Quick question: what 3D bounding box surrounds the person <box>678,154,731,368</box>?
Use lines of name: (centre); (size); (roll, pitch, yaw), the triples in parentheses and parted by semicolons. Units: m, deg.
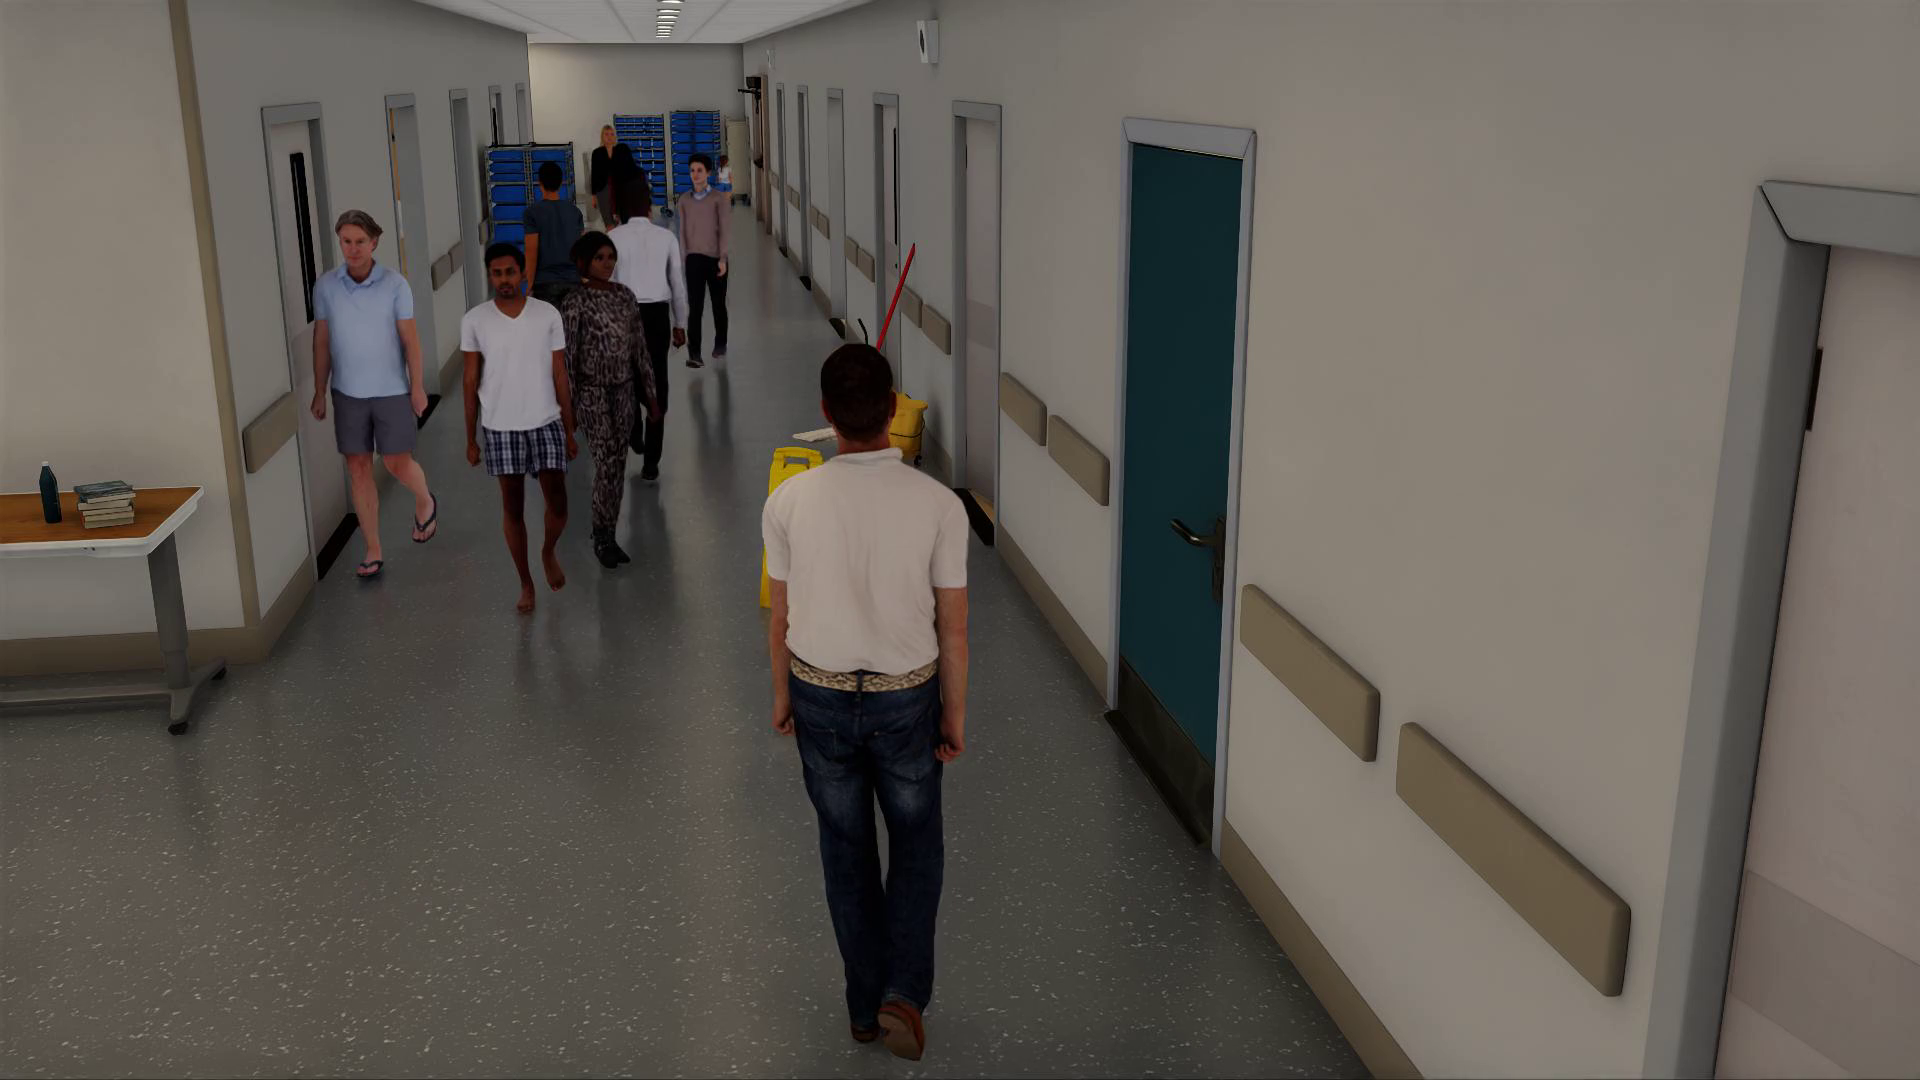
person: (-2.135, -2.370, 14.252); (0.871, 1.758, 1.279); (2, 16, 8)

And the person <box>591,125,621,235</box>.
person: (-4.324, -4.172, 20.589); (0.750, 1.788, 1.167); (-5, 17, -17)

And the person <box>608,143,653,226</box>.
person: (-3.925, -3.891, 19.891); (0.672, 1.627, 0.643); (-3, 16, -11)

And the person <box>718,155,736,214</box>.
person: (-4.248, -6.452, 30.093); (0.479, 1.019, 0.516); (5, 16, 17)

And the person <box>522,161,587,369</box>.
person: (-3.098, -1.990, 12.811); (0.725, 1.810, 0.710); (-12, 20, -36)

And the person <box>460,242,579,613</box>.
person: (-2.061, -0.543, 7.849); (0.675, 1.716, 0.660); (-4, 16, -14)

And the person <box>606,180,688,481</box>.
person: (-1.943, -1.255, 10.217); (0.690, 1.802, 1.168); (-3, 16, -12)

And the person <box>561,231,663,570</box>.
person: (-1.846, -0.712, 8.477); (0.705, 1.702, 0.763); (-14, 21, -41)

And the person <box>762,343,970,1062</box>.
person: (-0.237, 0.458, 4.072); (0.747, 1.840, 0.945); (0, 16, 0)

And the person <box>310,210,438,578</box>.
person: (-2.929, -0.752, 8.410); (0.774, 1.814, 0.905); (0, 16, 2)
